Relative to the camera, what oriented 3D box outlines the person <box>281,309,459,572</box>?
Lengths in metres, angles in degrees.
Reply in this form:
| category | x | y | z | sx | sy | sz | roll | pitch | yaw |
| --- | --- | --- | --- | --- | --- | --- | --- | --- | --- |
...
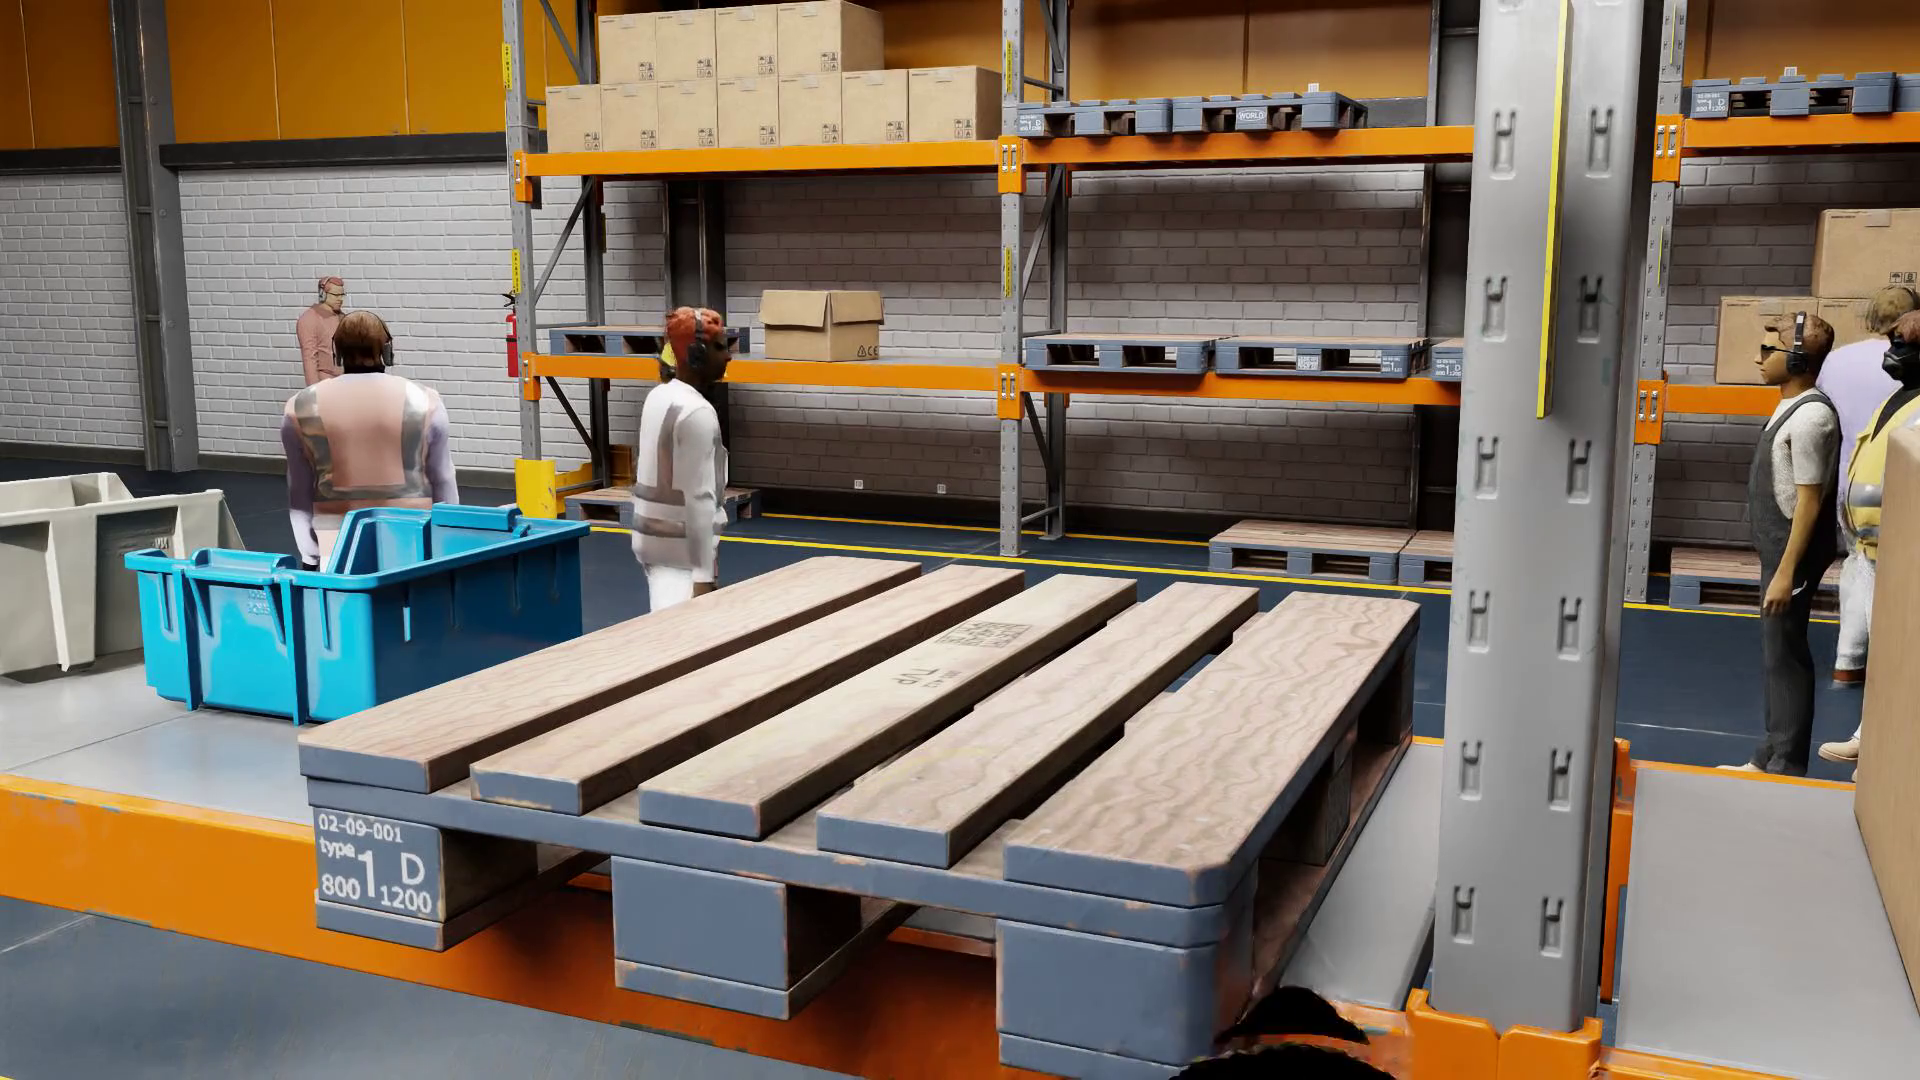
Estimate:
| category | x | y | z | sx | sy | sz | roll | pitch | yaw |
| --- | --- | --- | --- | --- | --- | --- | --- | --- | --- |
| person | -2.267 | 0.033 | 6.474 | 0.627 | 1.844 | 0.429 | -2 | 10 | -14 |

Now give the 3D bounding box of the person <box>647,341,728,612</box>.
| category | x | y | z | sx | sy | sz | roll | pitch | yaw |
| --- | --- | --- | --- | --- | --- | --- | --- | --- | --- |
| person | -1.066 | 0.067 | 6.513 | 0.331 | 1.761 | 0.532 | -6 | 11 | -30 |

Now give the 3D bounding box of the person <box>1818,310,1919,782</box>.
| category | x | y | z | sx | sy | sz | roll | pitch | yaw |
| --- | --- | --- | --- | --- | --- | --- | --- | --- | --- |
| person | 3.655 | 0.037 | 6.450 | 0.429 | 1.845 | 0.621 | 1 | 10 | 9 |

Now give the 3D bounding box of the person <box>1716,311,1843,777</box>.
| category | x | y | z | sx | sy | sz | roll | pitch | yaw |
| --- | --- | --- | --- | --- | --- | --- | --- | --- | --- |
| person | 3.037 | 0.086 | 6.142 | 0.344 | 1.847 | 0.504 | 4 | 10 | 22 |

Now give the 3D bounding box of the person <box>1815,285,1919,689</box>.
| category | x | y | z | sx | sy | sz | roll | pitch | yaw |
| --- | --- | --- | --- | --- | --- | --- | --- | --- | --- |
| person | 4.434 | -0.251 | 7.958 | 0.728 | 1.910 | 0.649 | -6 | 11 | -32 |

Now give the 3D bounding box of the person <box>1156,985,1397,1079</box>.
| category | x | y | z | sx | sy | sz | roll | pitch | yaw |
| --- | --- | --- | --- | --- | --- | --- | --- | --- | --- |
| person | 0.241 | 1.017 | 1.047 | 0.934 | 1.685 | 0.495 | 4 | 10 | 25 |

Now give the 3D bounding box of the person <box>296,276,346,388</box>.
| category | x | y | z | sx | sy | sz | roll | pitch | yaw |
| --- | --- | --- | --- | --- | --- | --- | --- | --- | --- |
| person | -5.442 | -1.334 | 14.486 | 0.407 | 1.902 | 0.638 | 2 | 10 | 14 |

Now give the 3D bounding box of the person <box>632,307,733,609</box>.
| category | x | y | z | sx | sy | sz | roll | pitch | yaw |
| --- | --- | --- | --- | --- | --- | --- | --- | --- | --- |
| person | -1.058 | 0.061 | 6.280 | 0.436 | 1.860 | 0.583 | -5 | 11 | -27 |
